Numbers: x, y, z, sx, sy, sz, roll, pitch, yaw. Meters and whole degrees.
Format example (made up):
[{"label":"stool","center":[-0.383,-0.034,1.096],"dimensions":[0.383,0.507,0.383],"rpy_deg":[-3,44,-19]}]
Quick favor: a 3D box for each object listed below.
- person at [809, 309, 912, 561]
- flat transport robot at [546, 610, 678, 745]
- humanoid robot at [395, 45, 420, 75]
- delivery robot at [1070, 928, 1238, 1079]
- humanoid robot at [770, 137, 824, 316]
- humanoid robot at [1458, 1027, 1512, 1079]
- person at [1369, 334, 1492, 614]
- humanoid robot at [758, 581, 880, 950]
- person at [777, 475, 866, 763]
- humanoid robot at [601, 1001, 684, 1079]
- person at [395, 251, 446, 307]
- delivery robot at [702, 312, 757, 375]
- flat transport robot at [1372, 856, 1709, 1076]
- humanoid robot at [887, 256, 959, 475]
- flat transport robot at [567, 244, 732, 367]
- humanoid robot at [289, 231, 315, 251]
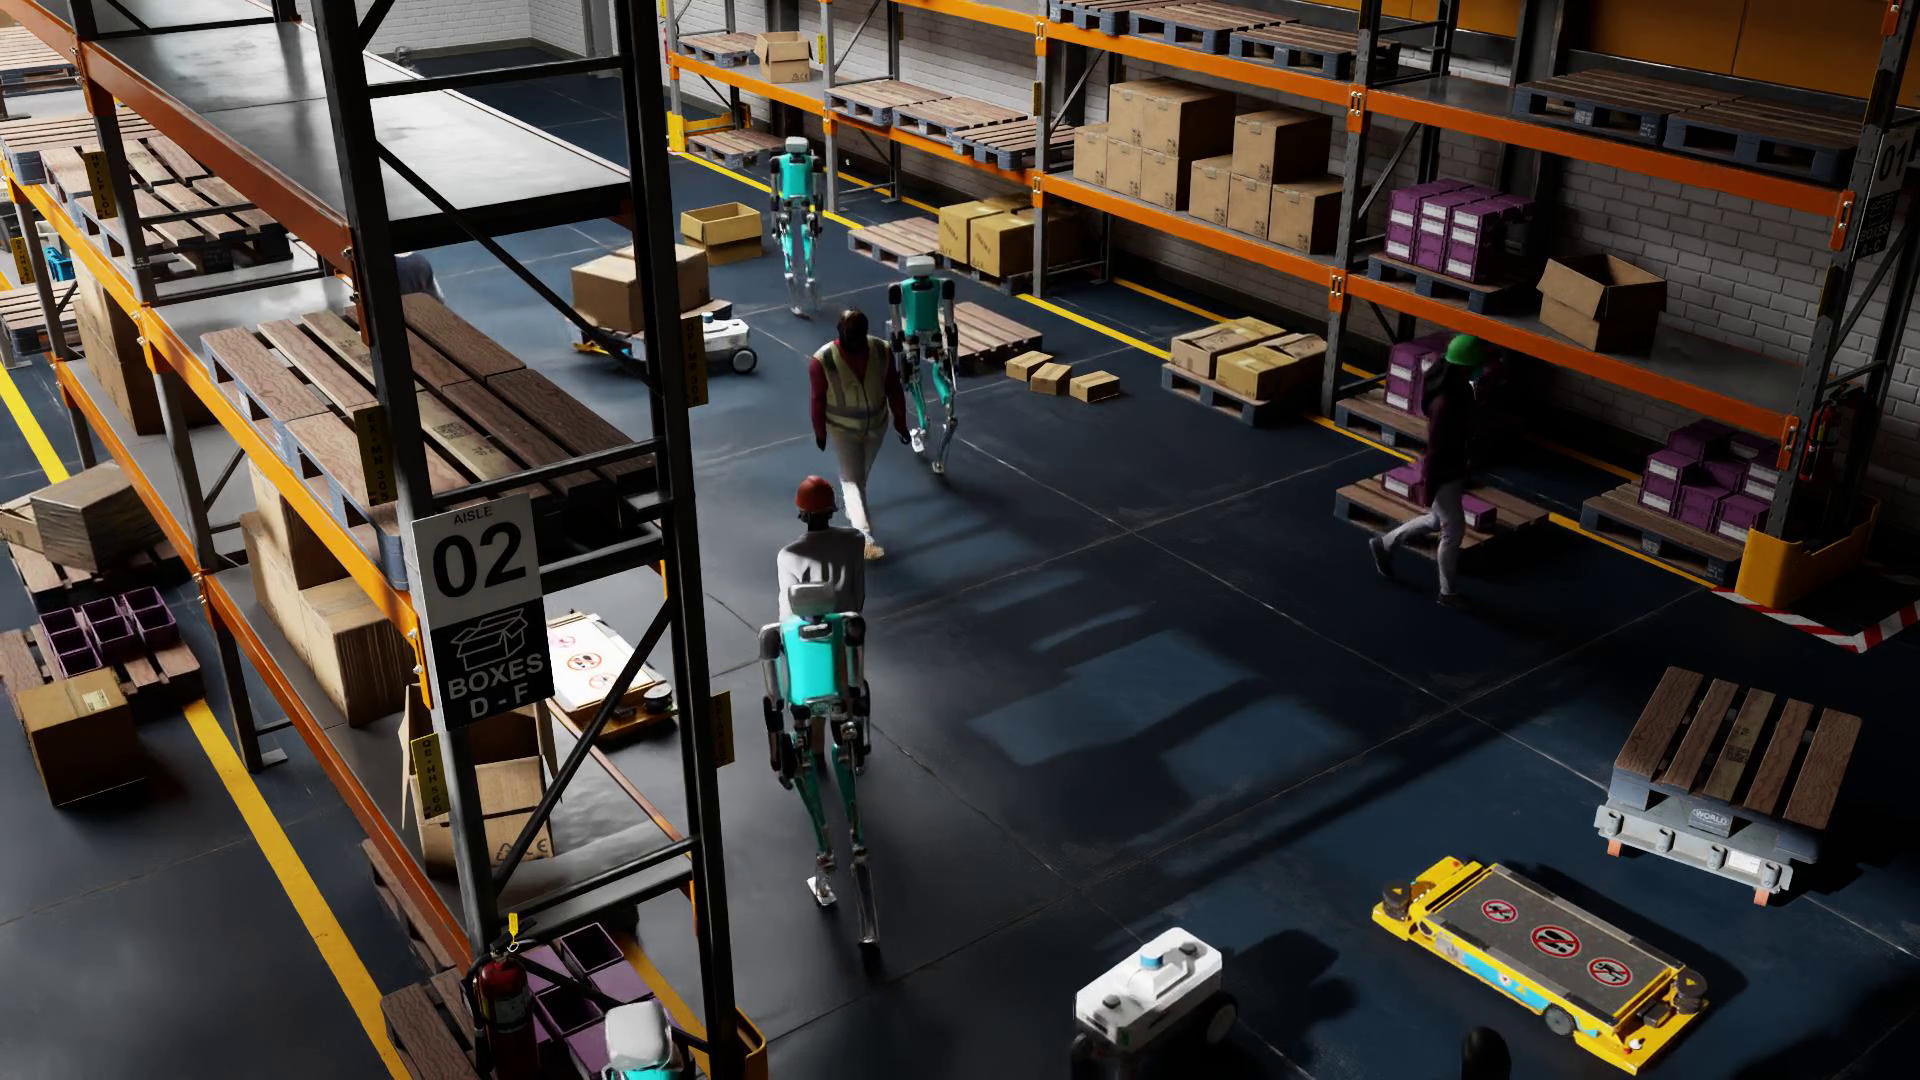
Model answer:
[{"label":"person","center":[-0.705,-0.785,11.855],"dimensions":[0.639,1.790,0.981],"rpy_deg":[-13,30,-25]},{"label":"flat transport robot","center":[-2.371,0.819,10.359],"dimensions":[0.659,0.231,1.431],"rpy_deg":[-18,32,-31]},{"label":"humanoid robot","center":[-7.040,-5.497,21.354],"dimensions":[0.355,1.654,0.594],"rpy_deg":[-7,28,-14]},{"label":"delivery robot","center":[0.853,2.083,7.515],"dimensions":[0.775,0.585,0.499],"rpy_deg":[-23,34,-38]},{"label":"humanoid robot","center":[-1.573,-2.975,16.328],"dimensions":[0.555,1.822,0.781],"rpy_deg":[-4,27,-7]},{"label":"humanoid robot","center":[1.684,2.309,5.831],"dimensions":[0.588,1.639,0.505],"rpy_deg":[0,27,0]},{"label":"person","center":[3.199,-0.478,11.099],"dimensions":[0.813,1.926,0.497],"rpy_deg":[17,31,30]},{"label":"humanoid robot","center":[-0.612,1.183,8.068],"dimensions":[0.536,1.824,0.933],"rpy_deg":[-9,28,-17]},{"label":"person","center":[-0.790,0.447,9.443],"dimensions":[0.562,1.751,0.329],"rpy_deg":[-19,32,-33]},{"label":"humanoid robot","center":[-1.265,2.405,5.652],"dimensions":[0.760,1.839,0.530],"rpy_deg":[-11,29,-21]},{"label":"person","center":[-4.596,-1.776,13.902],"dimensions":[0.623,1.724,0.895],"rpy_deg":[13,30,24]},{"label":"delivery robot","center":[-2.263,-1.787,15.244],"dimensions":[0.785,0.614,0.518],"rpy_deg":[-13,30,-24]},{"label":"flat transport robot","center":[2.783,1.986,8.036],"dimensions":[0.659,0.231,1.431],"rpy_deg":[-21,34,-36]},{"label":"humanoid robot","center":[-0.247,-1.293,12.932],"dimensions":[0.551,1.729,1.016],"rpy_deg":[-5,27,-9]},{"label":"flat transport robot","center":[-2.895,-1.851,15.669],"dimensions":[1.431,0.231,0.659],"rpy_deg":[16,31,29]},{"label":"humanoid robot","center":[-6.072,-2.655,15.738],"dimensions":[0.612,1.641,0.572],"rpy_deg":[-16,31,-29]}]
